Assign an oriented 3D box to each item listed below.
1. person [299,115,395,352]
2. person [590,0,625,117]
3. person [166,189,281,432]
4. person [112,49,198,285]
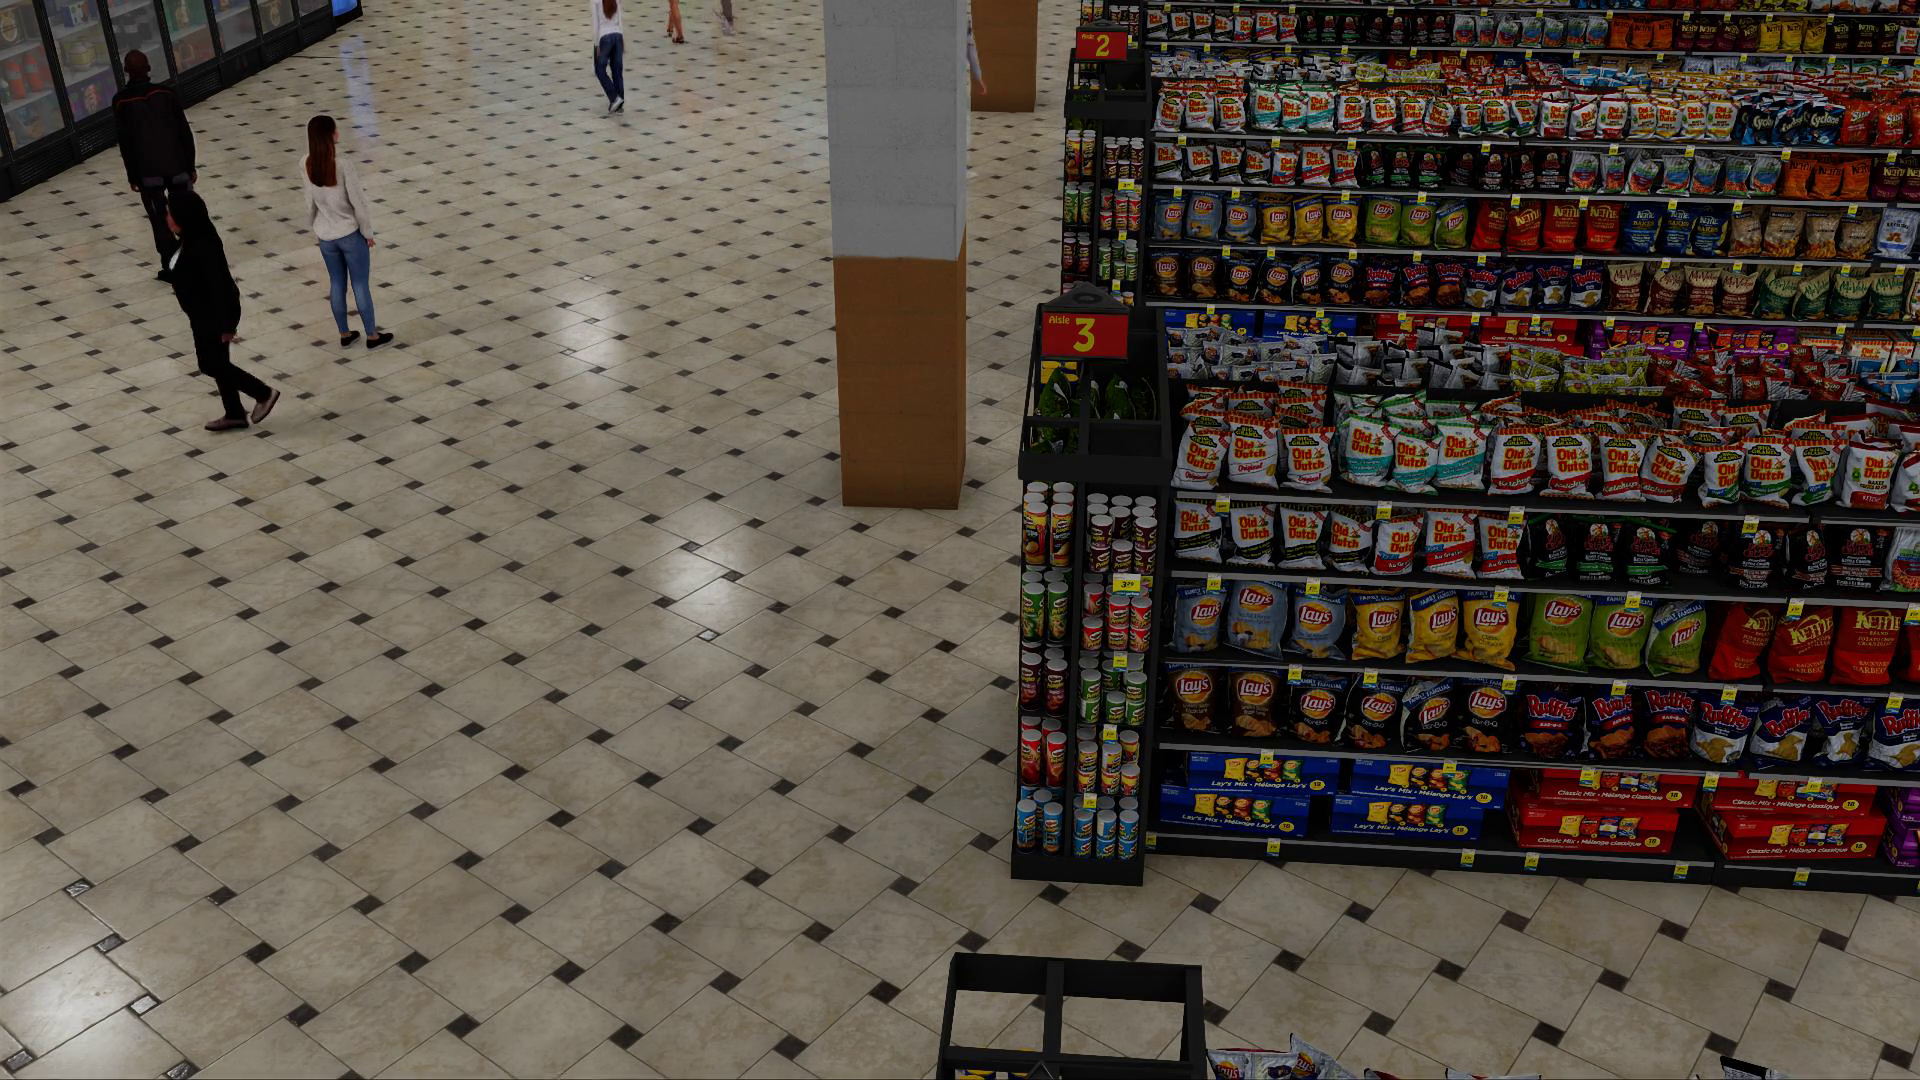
[{"bbox_3d":[-4.390,-2.172,11.816,0.537,1.692,0.711,7,29,13],"label":"person"},{"bbox_3d":[-3.680,-5.247,17.605,0.747,1.543,0.790,-19,34,-30],"label":"person"},{"bbox_3d":[-4.680,-1.456,10.596,0.890,1.606,0.830,-19,34,-31],"label":"person"},{"bbox_3d":[-6.275,-2.927,13.060,0.760,1.825,0.847,-18,34,-30],"label":"person"}]
